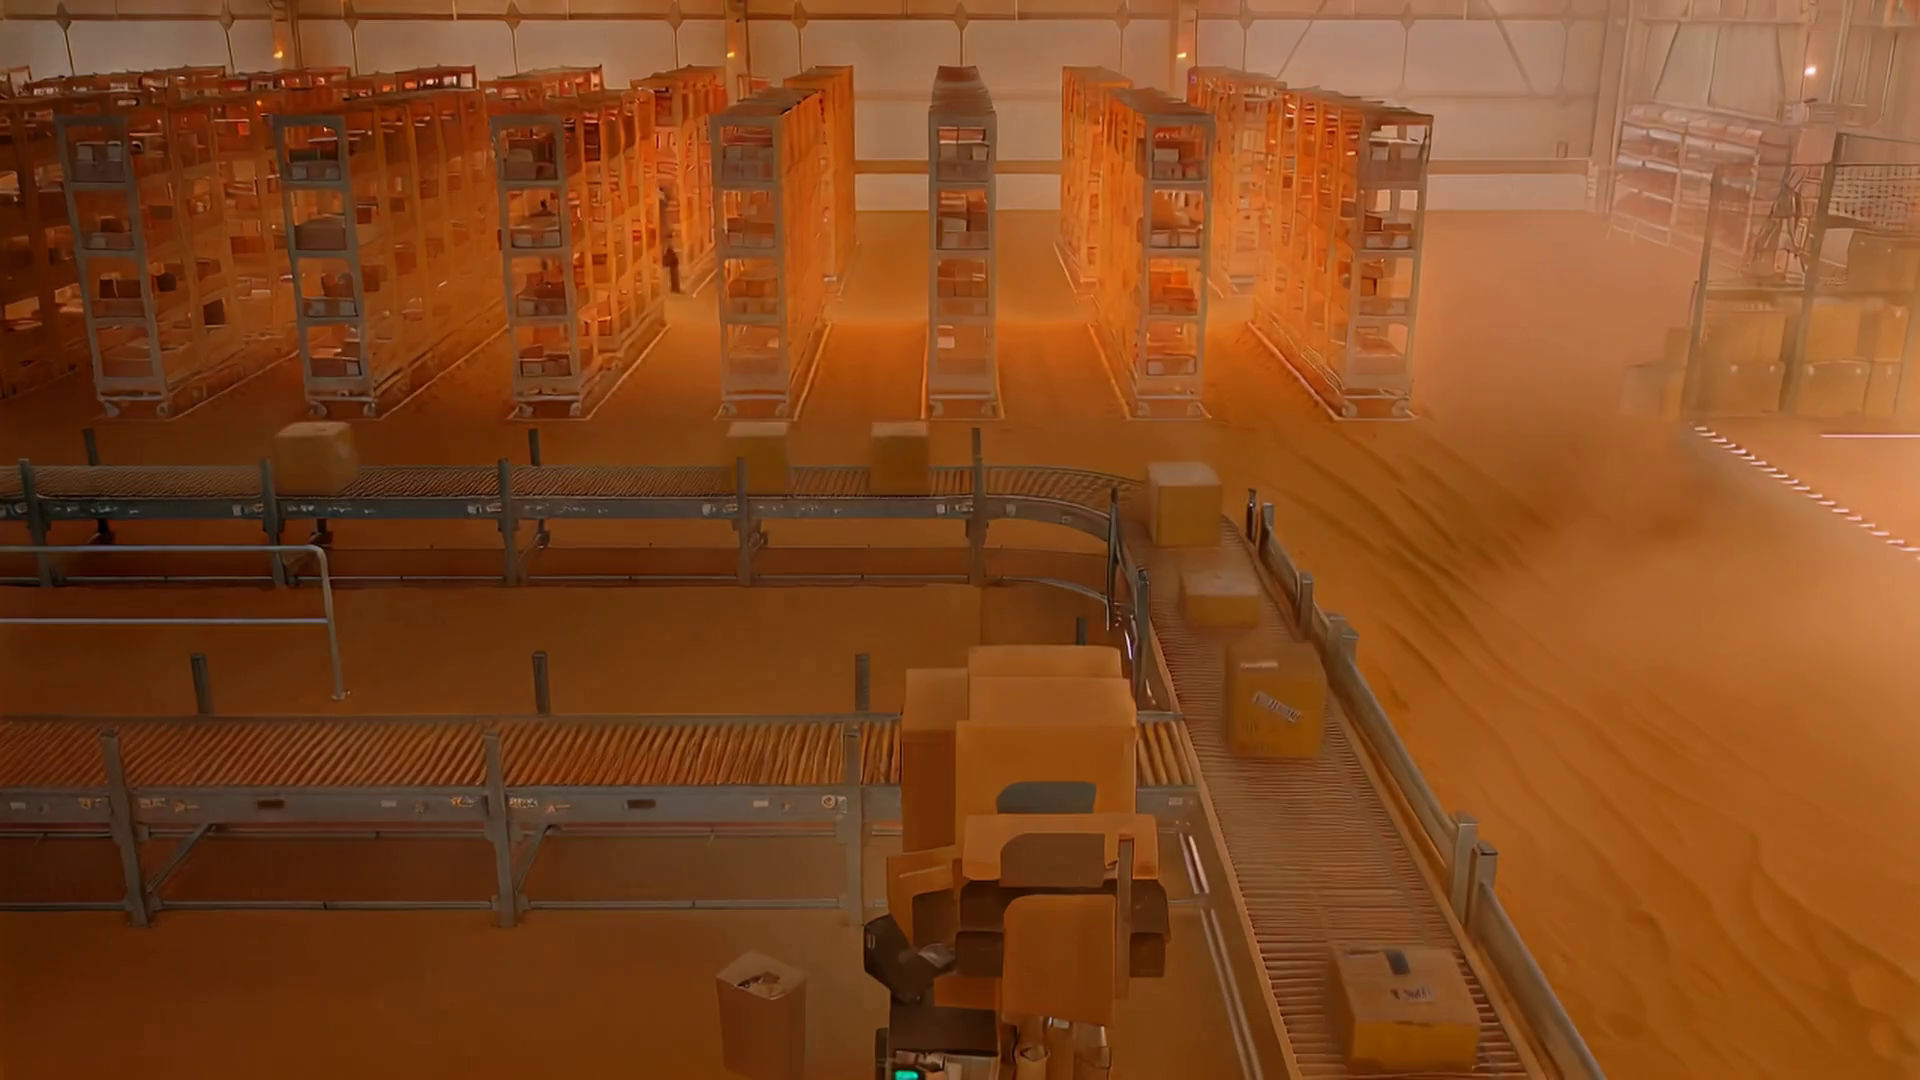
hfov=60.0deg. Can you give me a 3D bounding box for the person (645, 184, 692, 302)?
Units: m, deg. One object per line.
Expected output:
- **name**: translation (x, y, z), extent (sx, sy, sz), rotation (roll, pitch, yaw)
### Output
- **person**: translation (-5.011, -4.921, 27.630), extent (0.892, 1.965, 0.609), rotation (-7, 19, -20)

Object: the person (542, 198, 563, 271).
- **person**: translation (-6.466, -4.585, 26.795), extent (0.586, 1.833, 0.403), rotation (-6, 19, -18)
